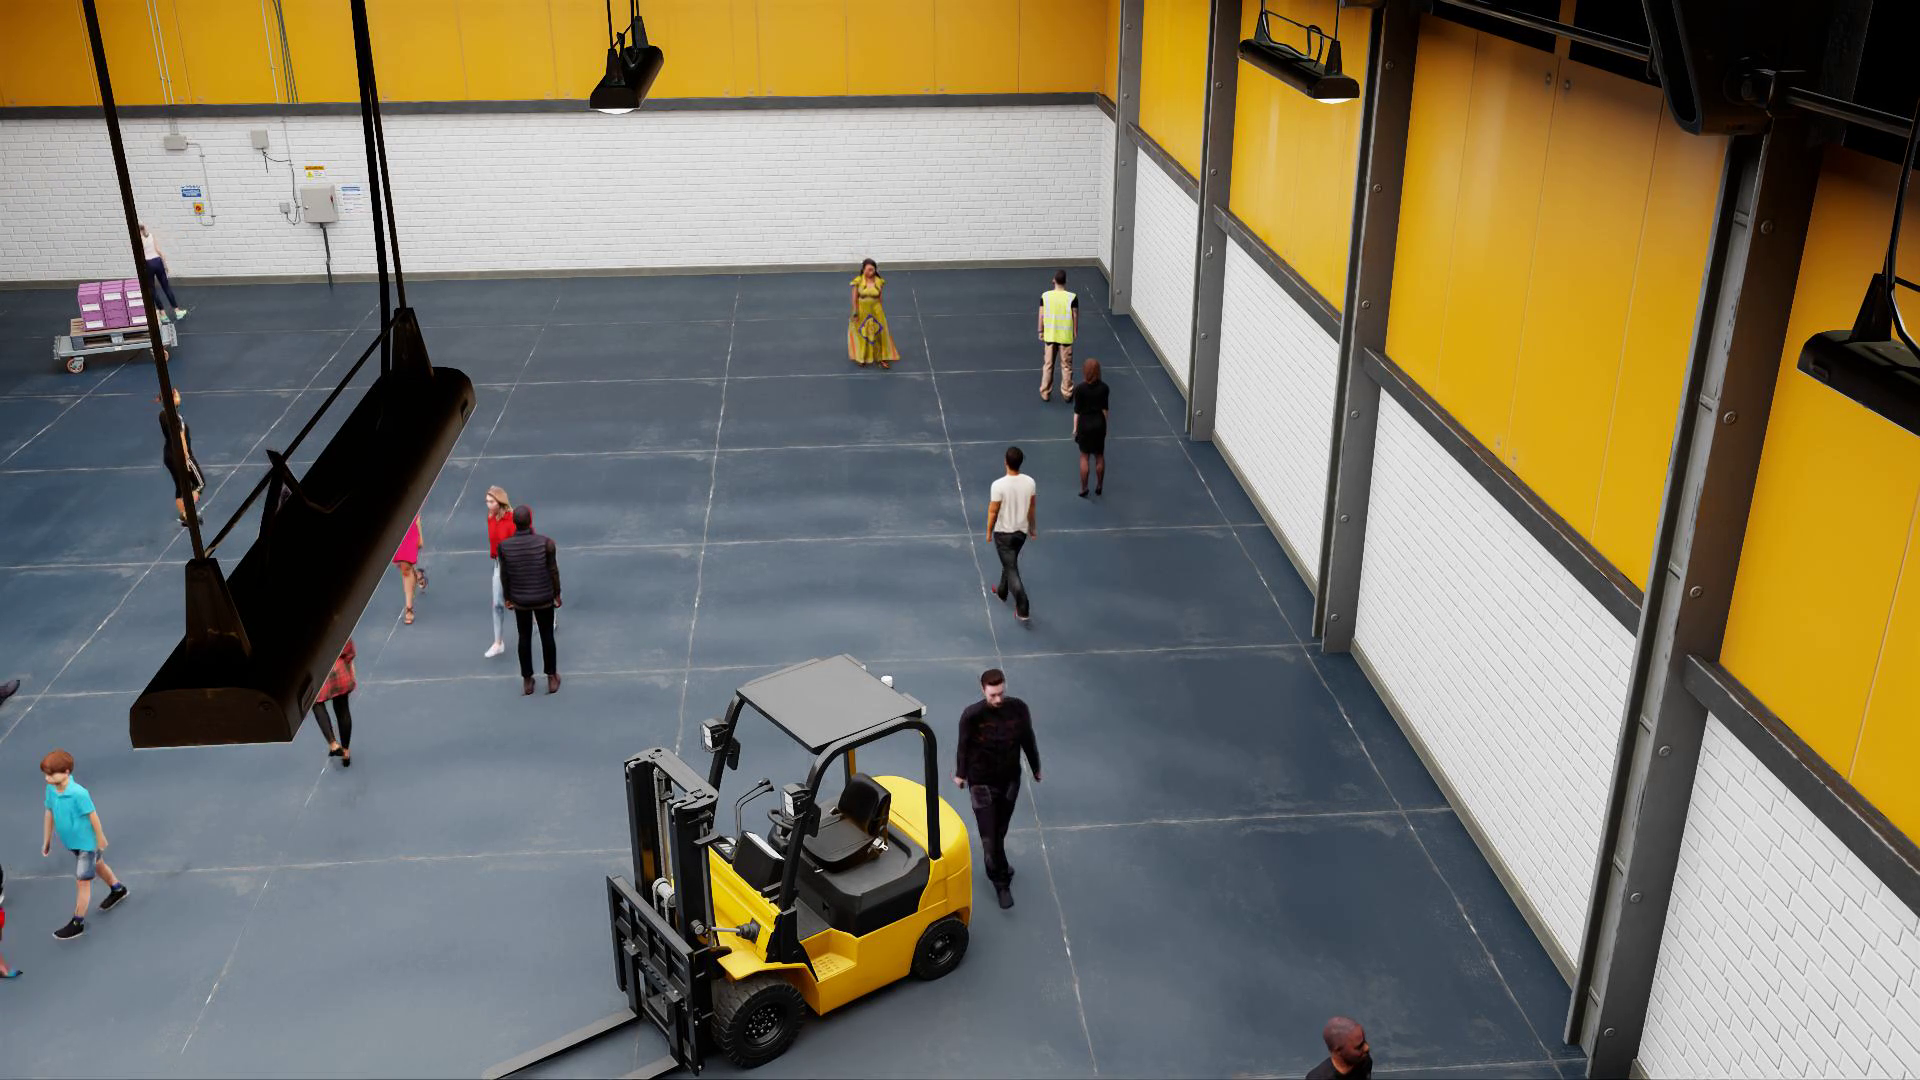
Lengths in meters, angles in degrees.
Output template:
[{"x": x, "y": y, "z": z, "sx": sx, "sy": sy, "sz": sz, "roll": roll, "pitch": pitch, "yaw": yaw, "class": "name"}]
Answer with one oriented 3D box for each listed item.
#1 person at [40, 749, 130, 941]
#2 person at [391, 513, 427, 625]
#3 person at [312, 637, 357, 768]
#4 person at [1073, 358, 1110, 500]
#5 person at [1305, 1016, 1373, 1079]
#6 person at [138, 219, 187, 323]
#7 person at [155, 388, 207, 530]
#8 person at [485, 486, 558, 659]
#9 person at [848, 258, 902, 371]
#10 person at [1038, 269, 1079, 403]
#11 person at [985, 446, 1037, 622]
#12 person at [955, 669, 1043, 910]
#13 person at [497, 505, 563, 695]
[{"x": -6.351, "y": 2.126, "z": 12.120, "sx": 0.816, "sy": 1.413, "sz": 0.985, "roll": 11, "pitch": 26, "yaw": 24, "class": "person"}, {"x": -5.597, "y": -0.061, "z": 16.767, "sx": 0.648, "sy": 1.698, "sz": 1.028, "roll": 1, "pitch": 24, "yaw": 2, "class": "person"}, {"x": -5.299, "y": 1.165, "z": 13.969, "sx": 0.724, "sy": 1.692, "sz": 0.735, "roll": -13, "pitch": 27, "yaw": -27, "class": "person"}, {"x": 1.551, "y": -1.320, "z": 19.640, "sx": 0.620, "sy": 1.704, "sz": 0.550, "roll": -6, "pitch": 24, "yaw": -13, "class": "person"}, {"x": 1.990, "y": 3.303, "z": 8.939, "sx": 0.765, "sy": 1.804, "sz": 0.787, "roll": -18, "pitch": 30, "yaw": -36, "class": "person"}, {"x": -12.796, "y": -4.304, "z": 26.505, "sx": 0.950, "sy": 1.674, "sz": 0.780, "roll": 15, "pitch": 28, "yaw": 31, "class": "person"}, {"x": -8.867, "y": -0.895, "z": 18.728, "sx": 0.708, "sy": 1.657, "sz": 0.761, "roll": 16, "pitch": 28, "yaw": 32, "class": "person"}, {"x": -4.256, "y": 0.260, "z": 16.081, "sx": 1.001, "sy": 1.659, "sz": 1.223, "roll": 11, "pitch": 26, "yaw": 24, "class": "person"}, {"x": -1.387, "y": -3.317, "z": 24.306, "sx": 0.993, "sy": 1.625, "sz": 1.231, "roll": -8, "pitch": 25, "yaw": -18, "class": "person"}, {"x": 1.359, "y": -2.812, "z": 22.885, "sx": 0.776, "sy": 1.838, "sz": 0.767, "roll": 4, "pitch": 24, "yaw": 9, "class": "person"}, {"x": 0.545, "y": -0.034, "z": 16.621, "sx": 0.944, "sy": 1.766, "sz": 1.216, "roll": -12, "pitch": 26, "yaw": -25, "class": "person"}, {"x": 0.215, "y": 1.751, "z": 12.404, "sx": 0.965, "sy": 1.873, "sz": 1.093, "roll": -11, "pitch": 26, "yaw": -24, "class": "person"}, {"x": -3.912, "y": 0.541, "z": 15.219, "sx": 0.683, "sy": 1.835, "sz": 0.562, "roll": -1, "pitch": 24, "yaw": -2, "class": "person"}]
